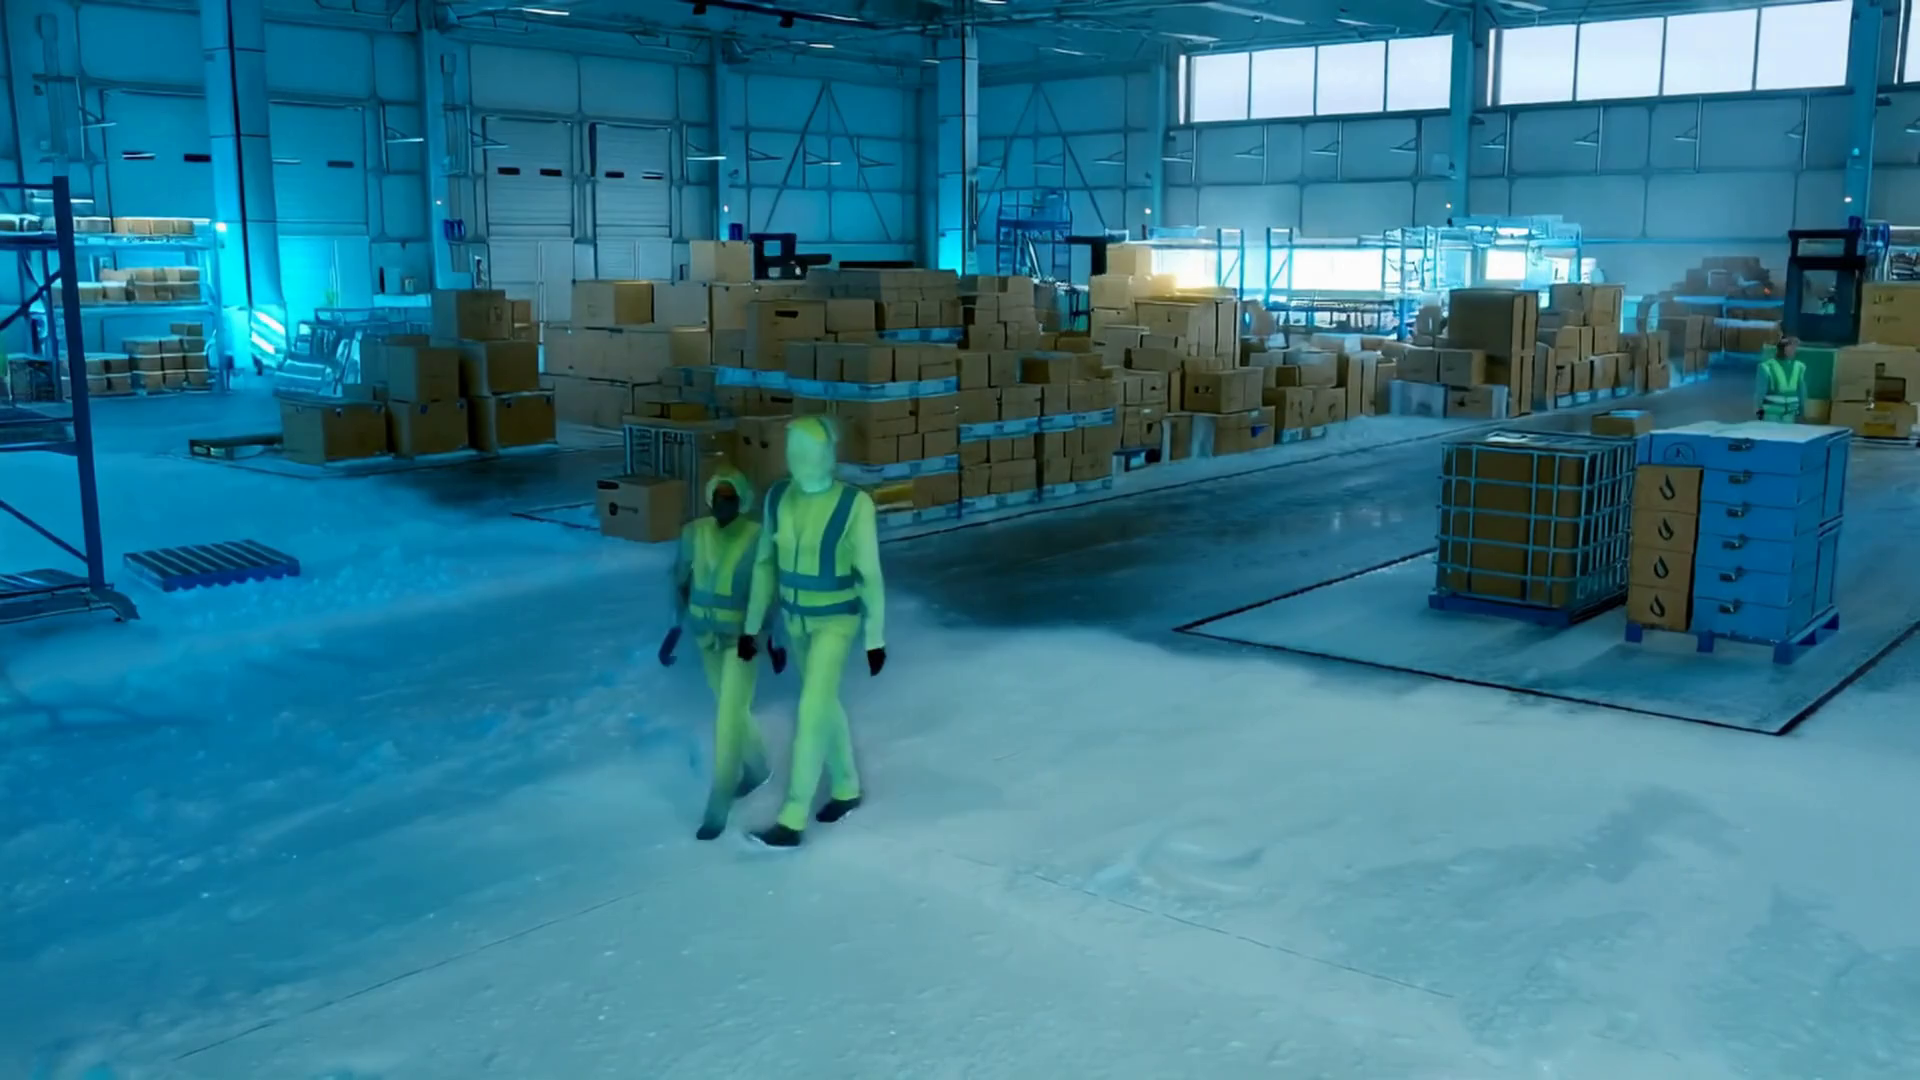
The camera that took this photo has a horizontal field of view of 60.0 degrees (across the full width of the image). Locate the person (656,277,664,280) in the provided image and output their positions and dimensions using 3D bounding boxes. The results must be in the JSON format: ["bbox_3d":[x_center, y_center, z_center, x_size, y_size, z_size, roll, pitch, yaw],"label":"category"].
[{"bbox_3d":[-6.461,-4.716,35.971,0.639,1.927,0.387,-5,11,-25],"label":"person"}]

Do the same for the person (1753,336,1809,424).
[{"bbox_3d":[8.742,-1.343,17.632,0.537,1.615,0.633,0,10,-3],"label":"person"}]

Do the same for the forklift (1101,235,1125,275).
[{"bbox_3d":[3.471,-5.577,38.147,1.873,2.768,1.129,2,10,14],"label":"forklift"}]

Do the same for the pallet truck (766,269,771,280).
[{"bbox_3d":[-4.996,-6.432,45.525,1.885,1.965,0.823,-6,12,-32],"label":"pallet truck"}]

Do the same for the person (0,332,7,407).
[{"bbox_3d":[-12.687,-2.207,21.706,0.490,1.907,0.607,-10,14,-44],"label":"person"}]

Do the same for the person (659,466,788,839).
[{"bbox_3d":[-1.038,0.465,7.442,0.517,1.598,0.825,6,11,29],"label":"person"}]

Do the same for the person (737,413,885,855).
[{"bbox_3d":[-0.690,0.397,7.055,0.597,1.851,0.895,9,13,40],"label":"person"}]

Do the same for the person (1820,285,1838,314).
[{"bbox_3d":[15.846,-3.658,30.058,0.559,1.876,0.983,-1,10,-4],"label":"person"}]

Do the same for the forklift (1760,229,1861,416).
[{"bbox_3d":[13.026,-3.320,25.297,1.129,2.768,1.873,8,13,40],"label":"forklift"}]

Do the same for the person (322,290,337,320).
[{"bbox_3d":[-13.155,-4.367,34.652,0.524,1.680,0.542,0,10,2],"label":"person"}]

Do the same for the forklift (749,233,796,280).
[{"bbox_3d":[-3.523,-4.397,31.428,1.873,2.768,1.129,8,13,40],"label":"forklift"}]
